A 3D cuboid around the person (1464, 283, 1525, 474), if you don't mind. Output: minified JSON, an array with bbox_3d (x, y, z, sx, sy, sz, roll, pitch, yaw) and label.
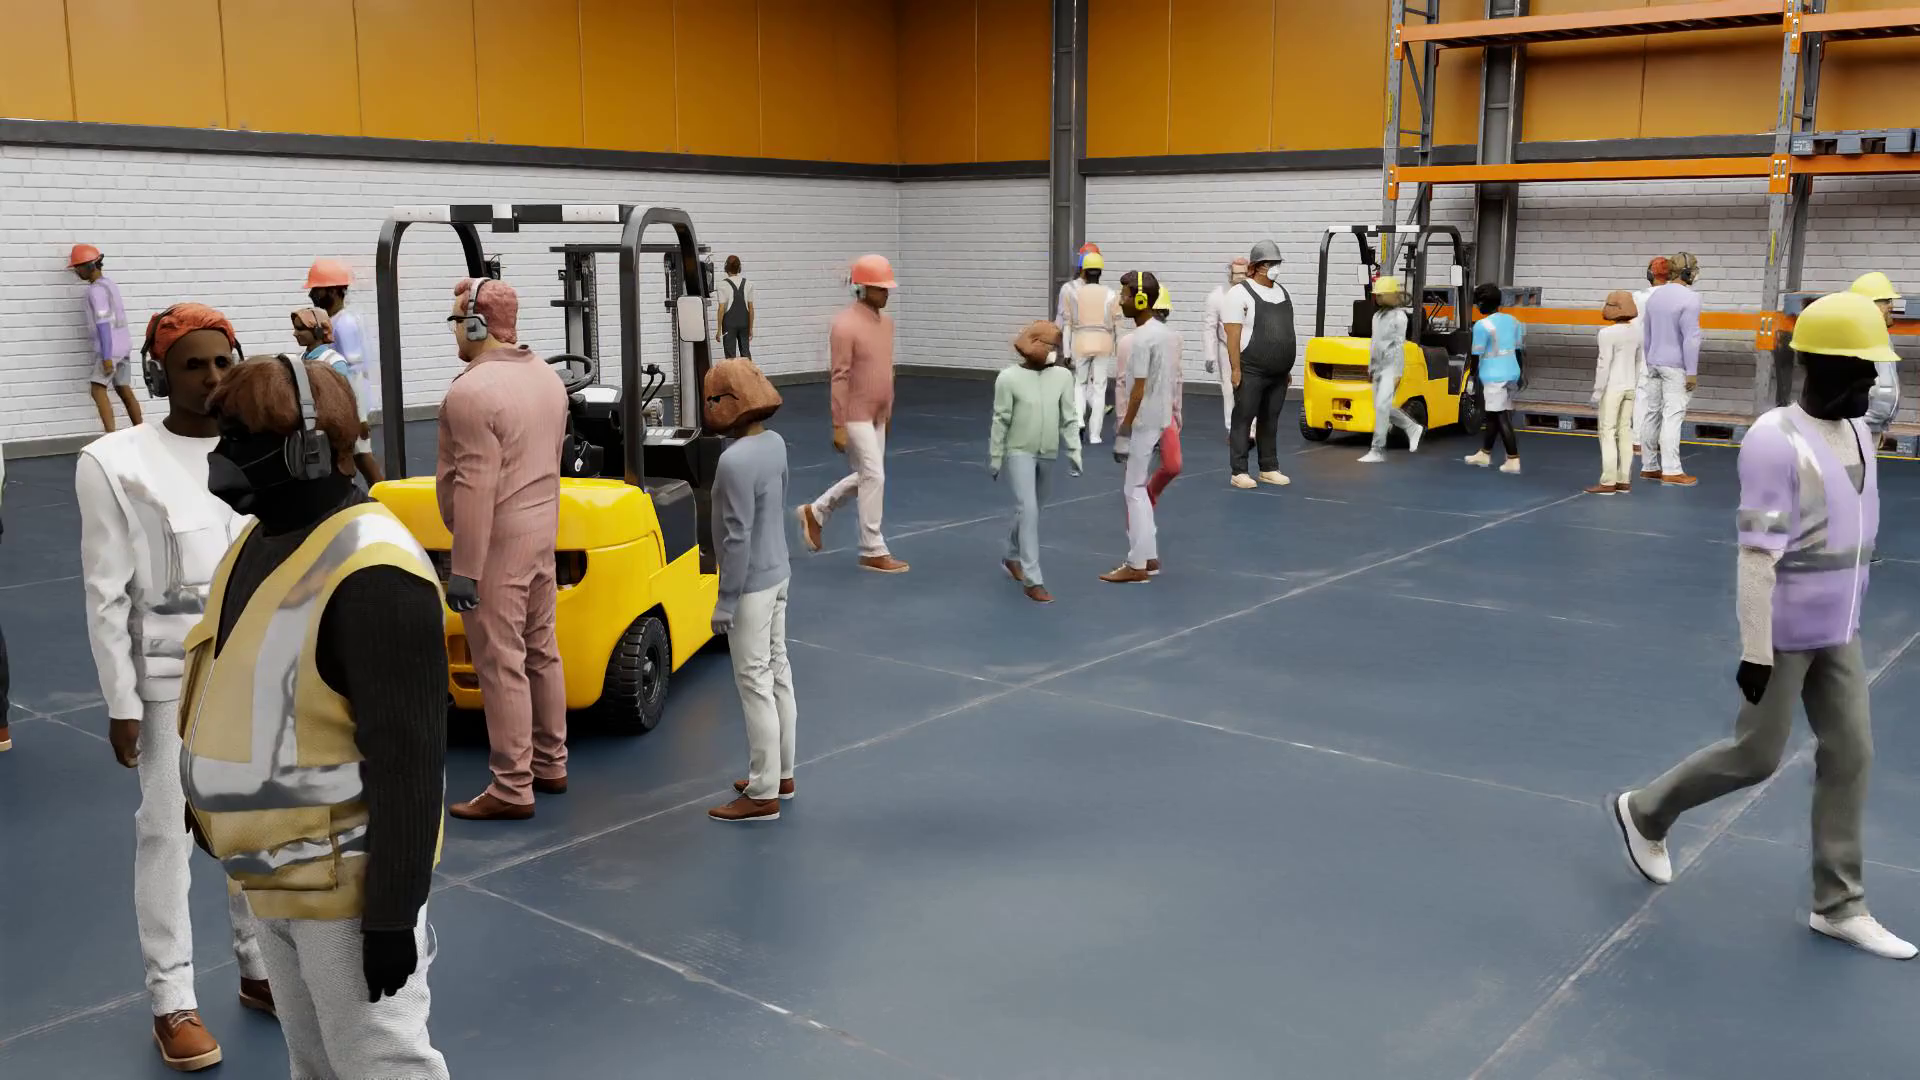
[{"bbox_3d":[4.651,-1.417,14.600,0.572,1.650,0.765,-7,12,-34],"label":"person"}]

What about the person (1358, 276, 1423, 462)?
[{"bbox_3d":[4.010,-1.576,15.341,0.720,1.712,0.487,-4,11,-20],"label":"person"}]

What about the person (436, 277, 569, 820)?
[{"bbox_3d":[-1.634,0.034,5.887,0.407,1.904,0.655,2,11,13],"label":"person"}]

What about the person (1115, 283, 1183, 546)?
[{"bbox_3d":[1.268,-0.828,11.071,0.555,1.749,0.404,-6,12,-29],"label":"person"}]

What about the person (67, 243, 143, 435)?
[{"bbox_3d":[-8.101,-1.796,15.760,0.523,2.011,0.667,-2,10,-12],"label":"person"}]

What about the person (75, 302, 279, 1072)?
[{"bbox_3d":[-1.873,0.353,4.180,0.362,1.883,0.575,8,13,37],"label":"person"}]

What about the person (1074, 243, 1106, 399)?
[{"bbox_3d":[1.634,-2.786,21.264,0.377,1.995,0.608,-3,11,-15],"label":"person"}]

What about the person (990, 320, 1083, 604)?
[{"bbox_3d":[0.410,-0.485,9.664,0.498,1.592,0.852,-6,12,-29],"label":"person"}]

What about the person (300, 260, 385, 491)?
[{"bbox_3d":[-4.156,-0.865,10.884,0.915,1.899,0.556,-3,11,-17],"label":"person"}]

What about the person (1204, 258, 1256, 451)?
[{"bbox_3d":[2.702,-1.796,16.154,0.675,1.851,0.977,1,10,8],"label":"person"}]

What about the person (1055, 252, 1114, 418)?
[{"bbox_3d":[1.424,-2.273,18.695,0.620,1.884,1.032,-8,13,-39],"label":"person"}]

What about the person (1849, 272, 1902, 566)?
[{"bbox_3d":[5.574,-0.728,10.296,0.596,1.837,0.404,-8,13,-39],"label":"person"}]

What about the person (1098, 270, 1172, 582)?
[{"bbox_3d":[1.048,-0.661,9.875,0.399,1.860,0.573,3,11,17],"label":"person"}]

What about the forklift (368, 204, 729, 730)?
[{"bbox_3d":[-1.766,-0.406,7.525,1.214,2.155,2.313,1,10,7],"label":"forklift"}]

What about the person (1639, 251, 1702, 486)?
[{"bbox_3d":[5.938,-1.421,13.876,0.379,1.933,0.629,-2,10,-11],"label":"person"}]

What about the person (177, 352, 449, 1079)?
[{"bbox_3d":[-1.146,0.589,2.986,0.430,1.845,0.622,-9,14,-41],"label":"person"}]

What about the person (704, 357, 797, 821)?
[{"bbox_3d":[-0.744,0.174,5.863,0.278,1.633,0.499,2,10,12],"label":"person"}]

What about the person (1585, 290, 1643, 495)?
[{"bbox_3d":[5.267,-1.174,13.356,0.540,1.636,0.326,-6,12,-32],"label":"person"}]

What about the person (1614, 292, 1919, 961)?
[{"bbox_3d":[2.415,0.219,4.904,0.595,1.896,0.852,-7,12,-33],"label":"person"}]

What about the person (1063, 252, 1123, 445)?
[{"bbox_3d":[1.330,-1.898,16.586,0.604,1.910,0.418,2,10,10],"label":"person"}]

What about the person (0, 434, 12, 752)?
[{"bbox_3d":[-4.008,-0.106,6.435,0.397,2.000,0.621,6,12,31],"label":"person"}]

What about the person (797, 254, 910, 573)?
[{"bbox_3d":[-0.684,-0.780,10.298,0.814,1.957,0.632,5,11,26],"label":"person"}]

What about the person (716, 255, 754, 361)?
[{"bbox_3d":[-2.853,-2.678,21.079,0.504,1.847,0.345,-6,12,-31],"label":"person"}]

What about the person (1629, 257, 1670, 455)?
[{"bbox_3d":[6.609,-1.742,15.820,0.578,1.877,0.350,-2,10,-9],"label":"person"}]

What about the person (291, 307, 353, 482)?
[{"bbox_3d":[-3.824,-0.573,9.987,0.523,1.638,0.311,7,13,36],"label":"person"}]

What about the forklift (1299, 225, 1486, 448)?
[{"bbox_3d":[4.449,-2.115,16.993,1.214,2.155,2.313,8,13,38],"label":"forklift"}]

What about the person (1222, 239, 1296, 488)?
[{"bbox_3d":[2.523,-1.451,13.740,0.682,2.000,0.537,-7,12,-33],"label":"person"}]
